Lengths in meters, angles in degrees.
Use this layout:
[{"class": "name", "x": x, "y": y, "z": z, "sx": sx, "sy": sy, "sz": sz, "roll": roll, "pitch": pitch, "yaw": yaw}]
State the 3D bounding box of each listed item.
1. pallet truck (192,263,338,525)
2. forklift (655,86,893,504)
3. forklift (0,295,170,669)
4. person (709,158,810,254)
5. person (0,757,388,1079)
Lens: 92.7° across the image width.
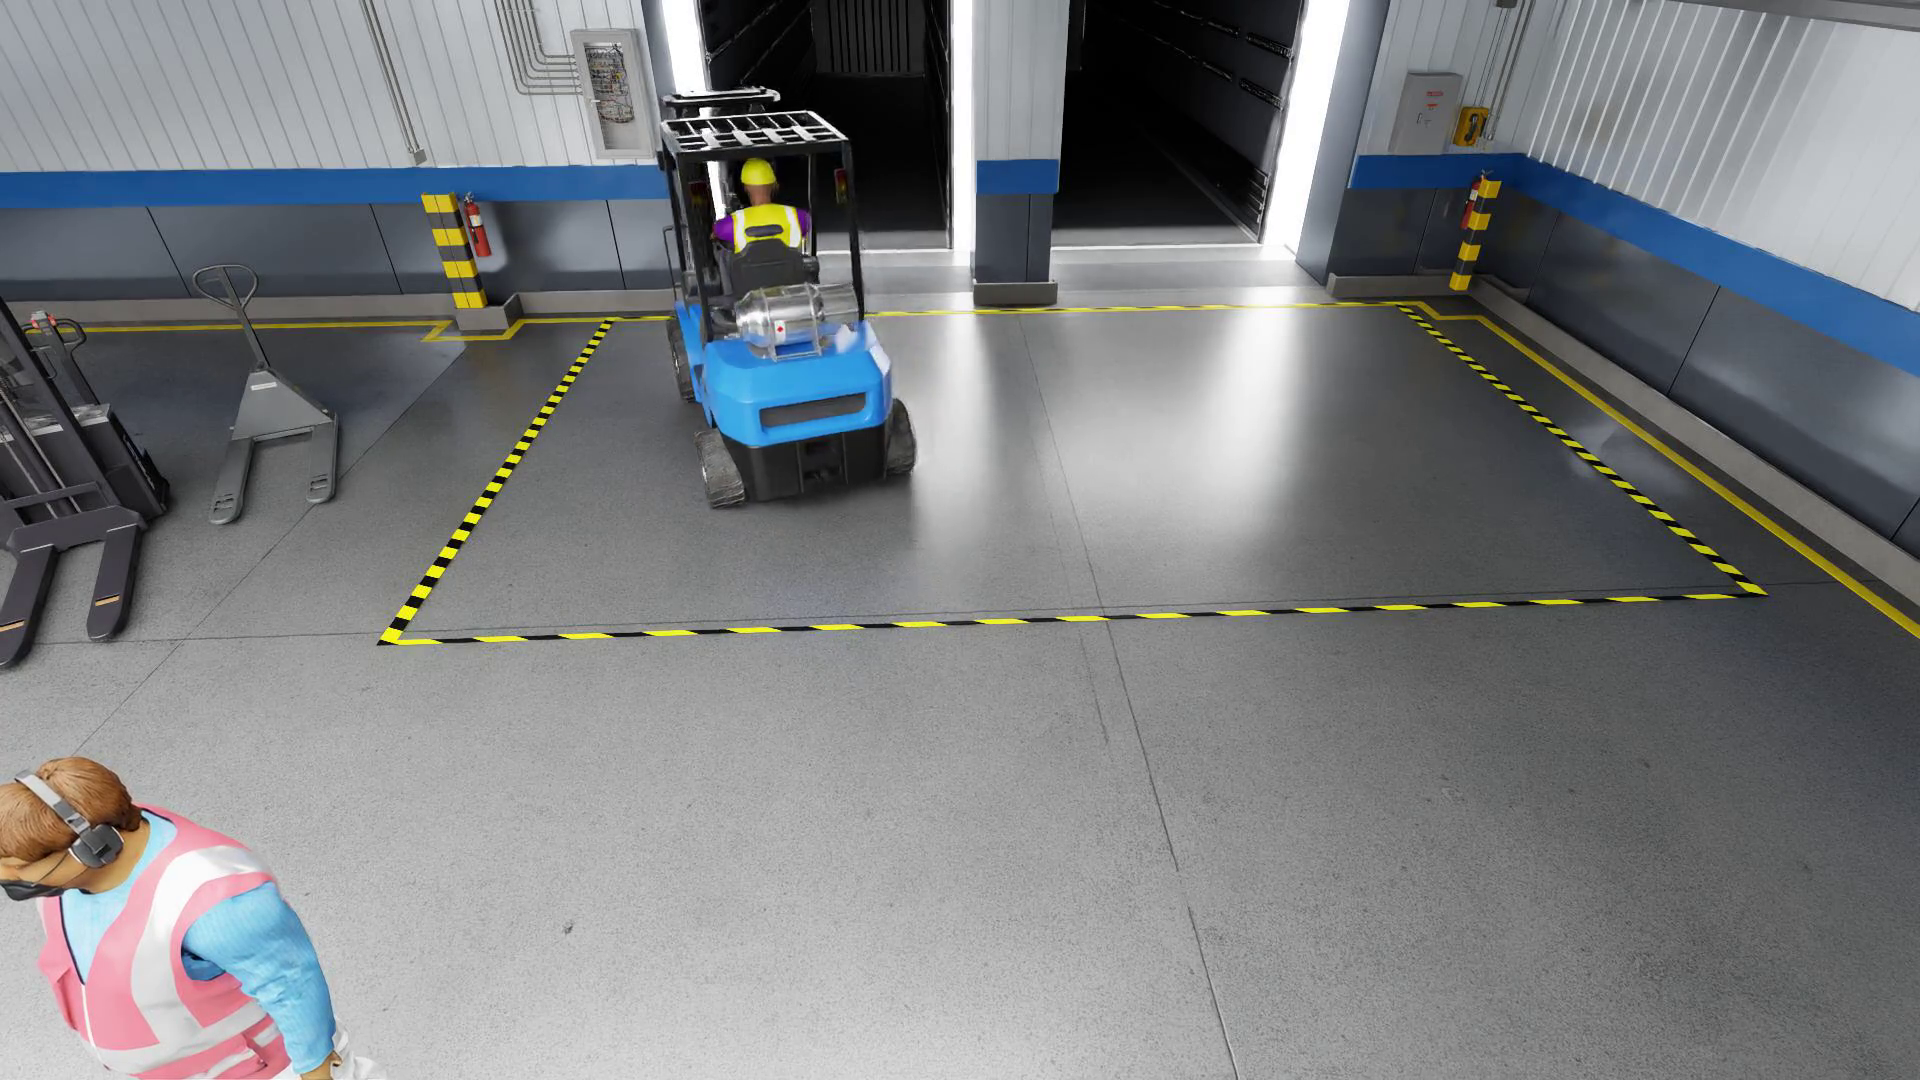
[{"class": "pallet truck", "x": -4.778, "y": -1.027, "z": 6.128, "sx": 0.680, "sy": 1.201, "sz": 1.601, "roll": -17, "pitch": 38, "yaw": -23}, {"class": "forklift", "x": -1.322, "y": -1.780, "z": 6.237, "sx": 1.157, "sy": 2.036, "sz": 2.680, "roll": -12, "pitch": 37, "yaw": -17}, {"class": "forklift", "x": -5.212, "y": -0.618, "z": 4.878, "sx": 0.823, "sy": 1.965, "sz": 1.885, "roll": -20, "pitch": 39, "yaw": -26}, {"class": "person", "x": -1.336, "y": -1.967, "z": 6.178, "sx": 0.635, "sy": 1.293, "sz": 1.004, "roll": -12, "pitch": 37, "yaw": -17}, {"class": "person", "x": -1.866, "y": 1.235, "z": 2.350, "sx": 0.632, "sy": 1.842, "sz": 0.429, "roll": 12, "pitch": 36, "yaw": 16}]
